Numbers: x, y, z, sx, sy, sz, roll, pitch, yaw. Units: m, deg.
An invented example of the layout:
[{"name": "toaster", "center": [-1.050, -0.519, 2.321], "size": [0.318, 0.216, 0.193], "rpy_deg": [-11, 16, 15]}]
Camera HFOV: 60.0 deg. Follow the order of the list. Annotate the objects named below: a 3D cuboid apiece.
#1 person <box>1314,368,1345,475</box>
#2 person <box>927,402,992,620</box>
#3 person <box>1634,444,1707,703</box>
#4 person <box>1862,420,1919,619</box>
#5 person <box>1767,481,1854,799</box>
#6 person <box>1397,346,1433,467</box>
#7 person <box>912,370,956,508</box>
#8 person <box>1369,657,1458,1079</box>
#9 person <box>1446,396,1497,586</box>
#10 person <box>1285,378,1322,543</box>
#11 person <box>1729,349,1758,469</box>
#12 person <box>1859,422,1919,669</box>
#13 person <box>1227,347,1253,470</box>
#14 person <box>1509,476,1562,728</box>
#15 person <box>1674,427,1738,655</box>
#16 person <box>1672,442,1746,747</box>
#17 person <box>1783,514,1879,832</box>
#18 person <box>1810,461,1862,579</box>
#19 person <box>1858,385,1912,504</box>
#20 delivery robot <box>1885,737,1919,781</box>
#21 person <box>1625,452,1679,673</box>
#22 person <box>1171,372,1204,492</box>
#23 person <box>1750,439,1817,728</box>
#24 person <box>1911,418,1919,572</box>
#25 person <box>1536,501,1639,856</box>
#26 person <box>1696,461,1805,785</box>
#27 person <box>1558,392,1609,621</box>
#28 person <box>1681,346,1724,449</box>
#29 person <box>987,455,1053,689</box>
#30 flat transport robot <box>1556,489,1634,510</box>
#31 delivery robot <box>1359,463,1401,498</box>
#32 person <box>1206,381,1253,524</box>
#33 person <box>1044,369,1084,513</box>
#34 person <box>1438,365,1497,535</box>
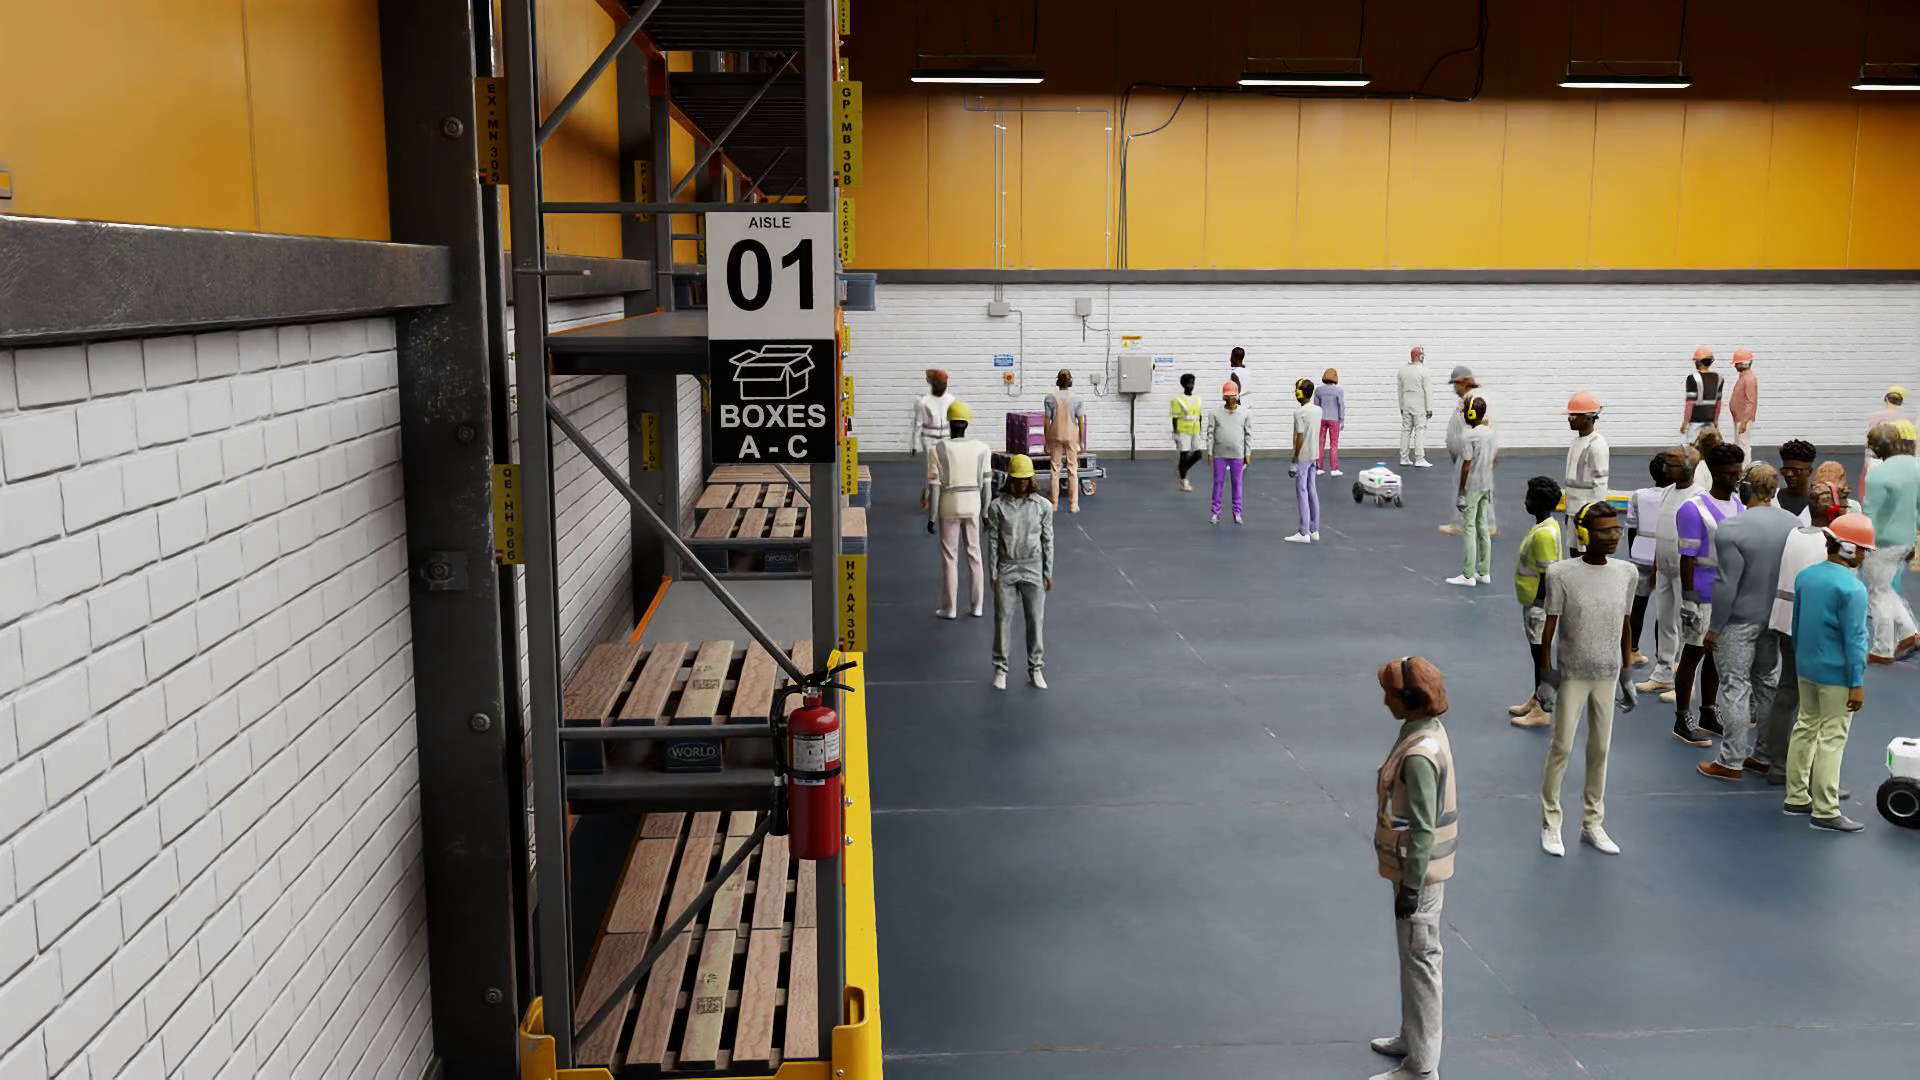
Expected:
[{"name": "person", "center": [5.606, -1.794, 25.253], "size": [0.497, 1.633, 0.287], "rpy_deg": [7, 11, 36]}, {"name": "person", "center": [-0.015, -0.258, 14.691], "size": [0.594, 1.924, 0.382], "rpy_deg": [-3, 10, -20]}, {"name": "person", "center": [5.106, 0.235, 11.858], "size": [0.337, 1.843, 0.514], "rpy_deg": [-2, 9, -13]}, {"name": "person", "center": [8.263, -0.180, 14.708], "size": [0.522, 1.768, 0.311], "rpy_deg": [-1, 9, -9]}, {"name": "person", "center": [4.956, 0.575, 9.711], "size": [0.395, 1.847, 0.564], "rpy_deg": [-1, 9, -9]}, {"name": "person", "center": [7.241, -2.111, 26.381], "size": [0.410, 1.912, 0.643], "rpy_deg": [-7, 11, -36]}, {"name": "person", "center": [-0.360, -1.255, 21.236], "size": [0.623, 1.850, 0.863], "rpy_deg": [-5, 10, -30]}, {"name": "person", "center": [1.694, 1.235, 6.216], "size": [0.310, 1.640, 0.523], "rpy_deg": [3, 9, 16]}, {"name": "person", "center": [5.032, -0.476, 16.281], "size": [0.511, 1.860, 0.332], "rpy_deg": [-7, 12, -38]}, {"name": "person", "center": [3.921, -0.902, 18.931], "size": [0.312, 1.864, 0.532], "rpy_deg": [8, 12, 43]}, {"name": "person", "center": [11.135, -1.724, 23.712], "size": [0.392, 1.986, 0.610], "rpy_deg": [2, 9, 15]}, {"name": "person", "center": [7.165, 0.046, 12.842], "size": [0.665, 1.908, 0.451], "rpy_deg": [-7, 11, -37]}, {"name": "person", "center": [4.364, -2.051, 25.976], "size": [0.391, 1.920, 0.587], "rpy_deg": [5, 10, 27]}, {"name": "person", "center": [3.892, 0.413, 11.201], "size": [0.316, 1.696, 0.540], "rpy_deg": [3, 9, 17]}, {"name": "person", "center": [5.922, 0.017, 13.264], "size": [0.503, 1.836, 0.347], "rpy_deg": [4, 10, 24]}, {"name": "person", "center": [4.892, 0.346, 10.788], "size": [0.607, 1.962, 0.367], "rpy_deg": [-5, 10, -29]}, {"name": "person", "center": [4.810, 0.716, 9.148], "size": [0.345, 1.739, 0.574], "rpy_deg": [-1, 9, -4]}, {"name": "person", "center": [6.566, 0.211, 12.668], "size": [0.507, 1.631, 0.265], "rpy_deg": [7, 11, 36]}, {"name": "person", "center": [10.990, -0.980, 19.842], "size": [0.560, 1.721, 0.687], "rpy_deg": [0, 9, 0]}, {"name": "delivery robot", "center": [5.505, 1.262, 9.135], "size": [0.707, 0.478, 0.477], "rpy_deg": [7, 12, 38]}, {"name": "person", "center": [5.347, 0.168, 12.738], "size": [0.315, 1.695, 0.541], "rpy_deg": [-5, 11, -31]}, {"name": "person", "center": [3.181, -1.516, 23.347], "size": [0.544, 1.680, 0.404], "rpy_deg": [-5, 11, -31]}, {"name": "person", "center": [5.492, 0.307, 11.021], "size": [0.613, 1.965, 0.361], "rpy_deg": [8, 12, 40]}, {"name": "person", "center": [9.910, -0.638, 16.725], "size": [0.535, 2.000, 0.685], "rpy_deg": [1, 9, 4]}, {"name": "person", "center": [3.290, 0.722, 8.699], "size": [0.535, 1.875, 0.314], "rpy_deg": [-1, 9, -4]}, {"name": "person", "center": [4.720, 0.492, 9.944], "size": [0.636, 1.938, 0.358], "rpy_deg": [-3, 10, -21]}, {"name": "person", "center": [5.330, -0.255, 14.308], "size": [0.393, 2.041, 0.613], "rpy_deg": [0, 9, 2]}, {"name": "person", "center": [10.460, -1.719, 23.514], "size": [0.614, 2.040, 0.390], "rpy_deg": [-3, 10, -20]}, {"name": "person", "center": [0.444, 0.238, 12.175], "size": [0.485, 1.739, 0.314], "rpy_deg": [0, 9, -3]}, {"name": "flat transport robot", "center": [8.361, -0.510, 21.461], "size": [1.431, 0.197, 0.652], "rpy_deg": [2, 9, 14]}, {"name": "delivery robot", "center": [5.550, -0.780, 21.972], "size": [0.477, 0.478, 0.707], "rpy_deg": [-1, 9, -8]}, {"name": "person", "center": [3.290, -1.072, 20.344], "size": [0.563, 1.752, 0.328], "rpy_deg": [1, 9, 8]}, {"name": "person", "center": [1.328, -1.256, 21.213], "size": [0.512, 1.845, 0.340], "rpy_deg": [1, 9, 6]}, {"name": "person", "center": [5.956, -1.076, 19.472], "size": [0.789, 2.000, 0.722], "rpy_deg": [2, 9, 15]}]
